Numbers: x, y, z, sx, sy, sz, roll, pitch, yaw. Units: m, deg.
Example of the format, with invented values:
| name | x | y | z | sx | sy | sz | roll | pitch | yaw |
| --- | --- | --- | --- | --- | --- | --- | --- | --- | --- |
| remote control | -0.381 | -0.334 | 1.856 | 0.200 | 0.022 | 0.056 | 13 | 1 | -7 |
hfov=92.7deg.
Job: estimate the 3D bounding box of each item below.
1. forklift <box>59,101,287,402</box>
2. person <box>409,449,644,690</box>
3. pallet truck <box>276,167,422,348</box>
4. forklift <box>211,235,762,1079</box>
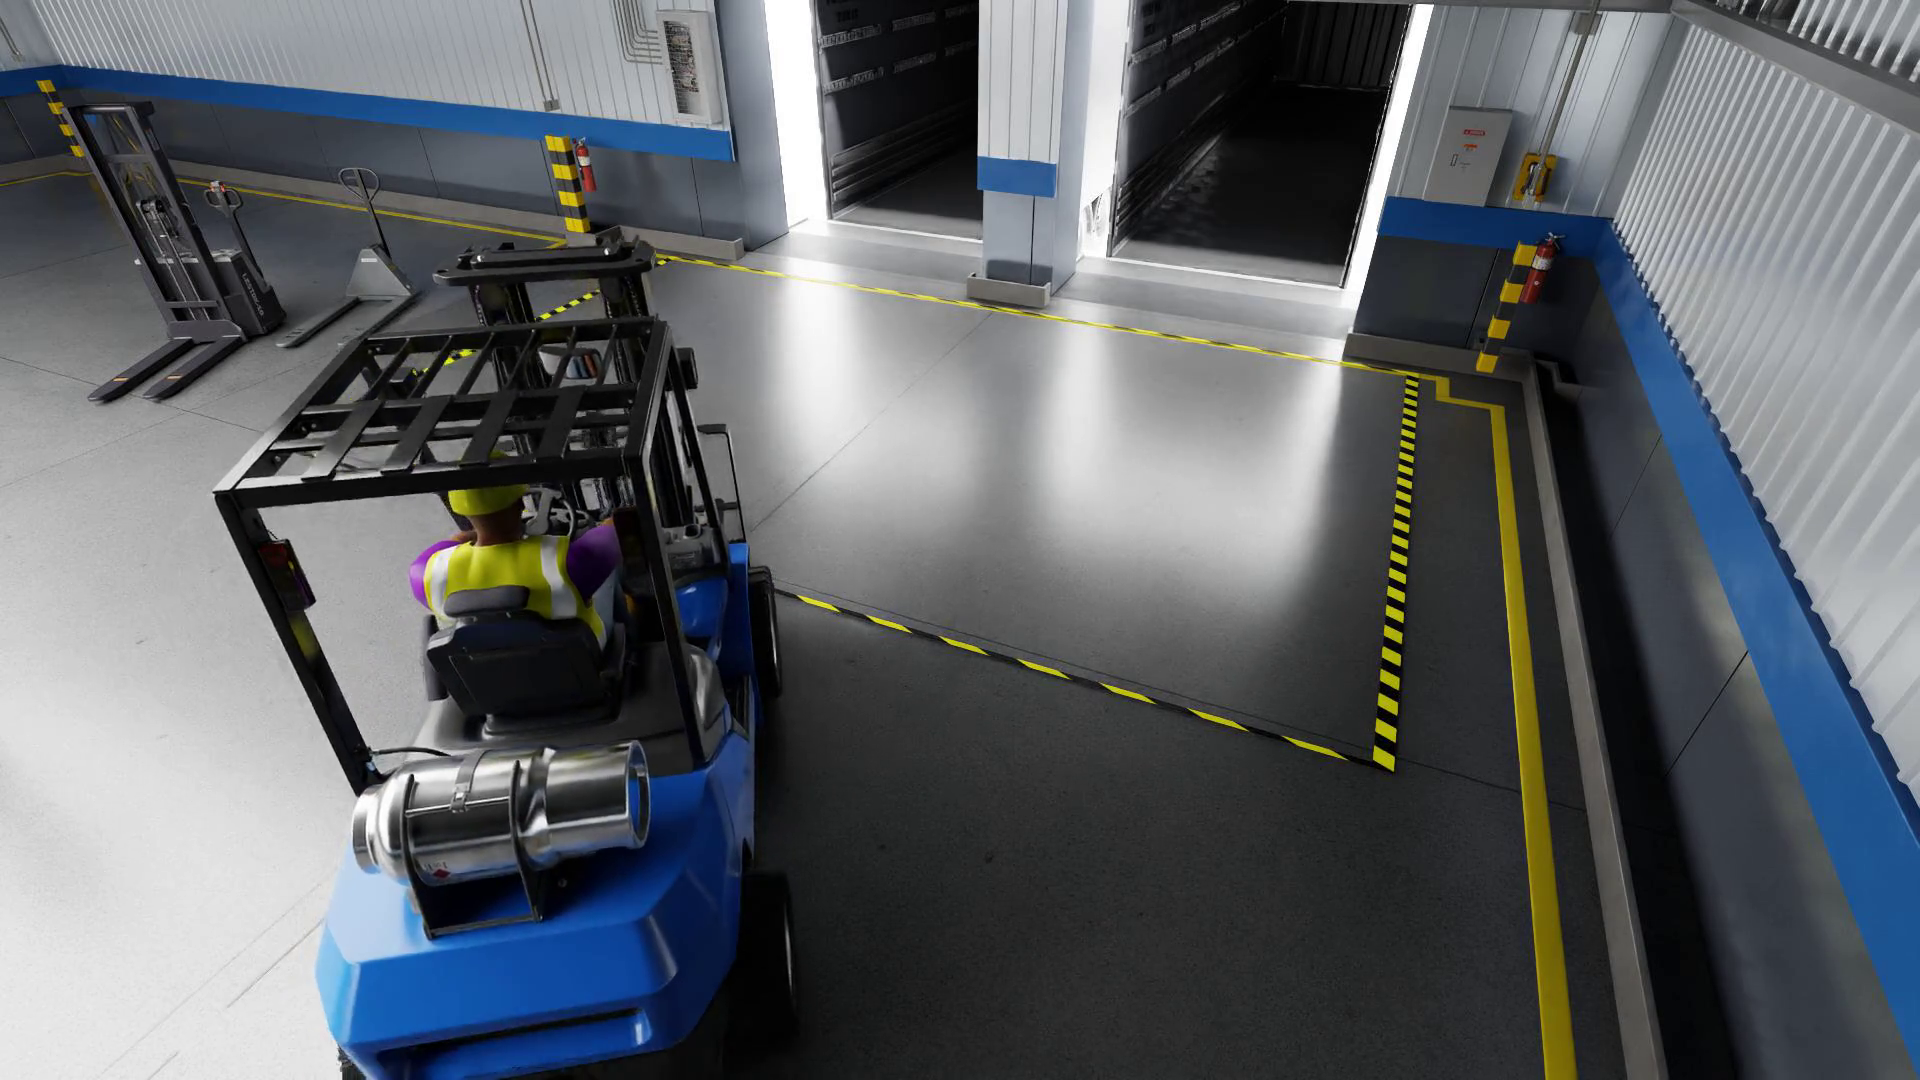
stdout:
| name | x | y | z | sx | sy | sz | roll | pitch | yaw |
| --- | --- | --- | --- | --- | --- | --- | --- | --- | --- |
| forklift | -6.686 | -2.387 | 7.434 | 0.823 | 1.965 | 1.885 | -3 | 35 | -5 |
| person | -1.421 | 0.094 | 3.249 | 0.635 | 1.294 | 1.004 | -6 | 35 | -8 |
| pallet truck | -5.732 | -2.611 | 8.414 | 0.680 | 1.201 | 1.601 | -1 | 35 | -1 |
| forklift | -1.417 | 0.282 | 3.307 | 1.157 | 2.036 | 2.680 | -6 | 35 | -8 |
